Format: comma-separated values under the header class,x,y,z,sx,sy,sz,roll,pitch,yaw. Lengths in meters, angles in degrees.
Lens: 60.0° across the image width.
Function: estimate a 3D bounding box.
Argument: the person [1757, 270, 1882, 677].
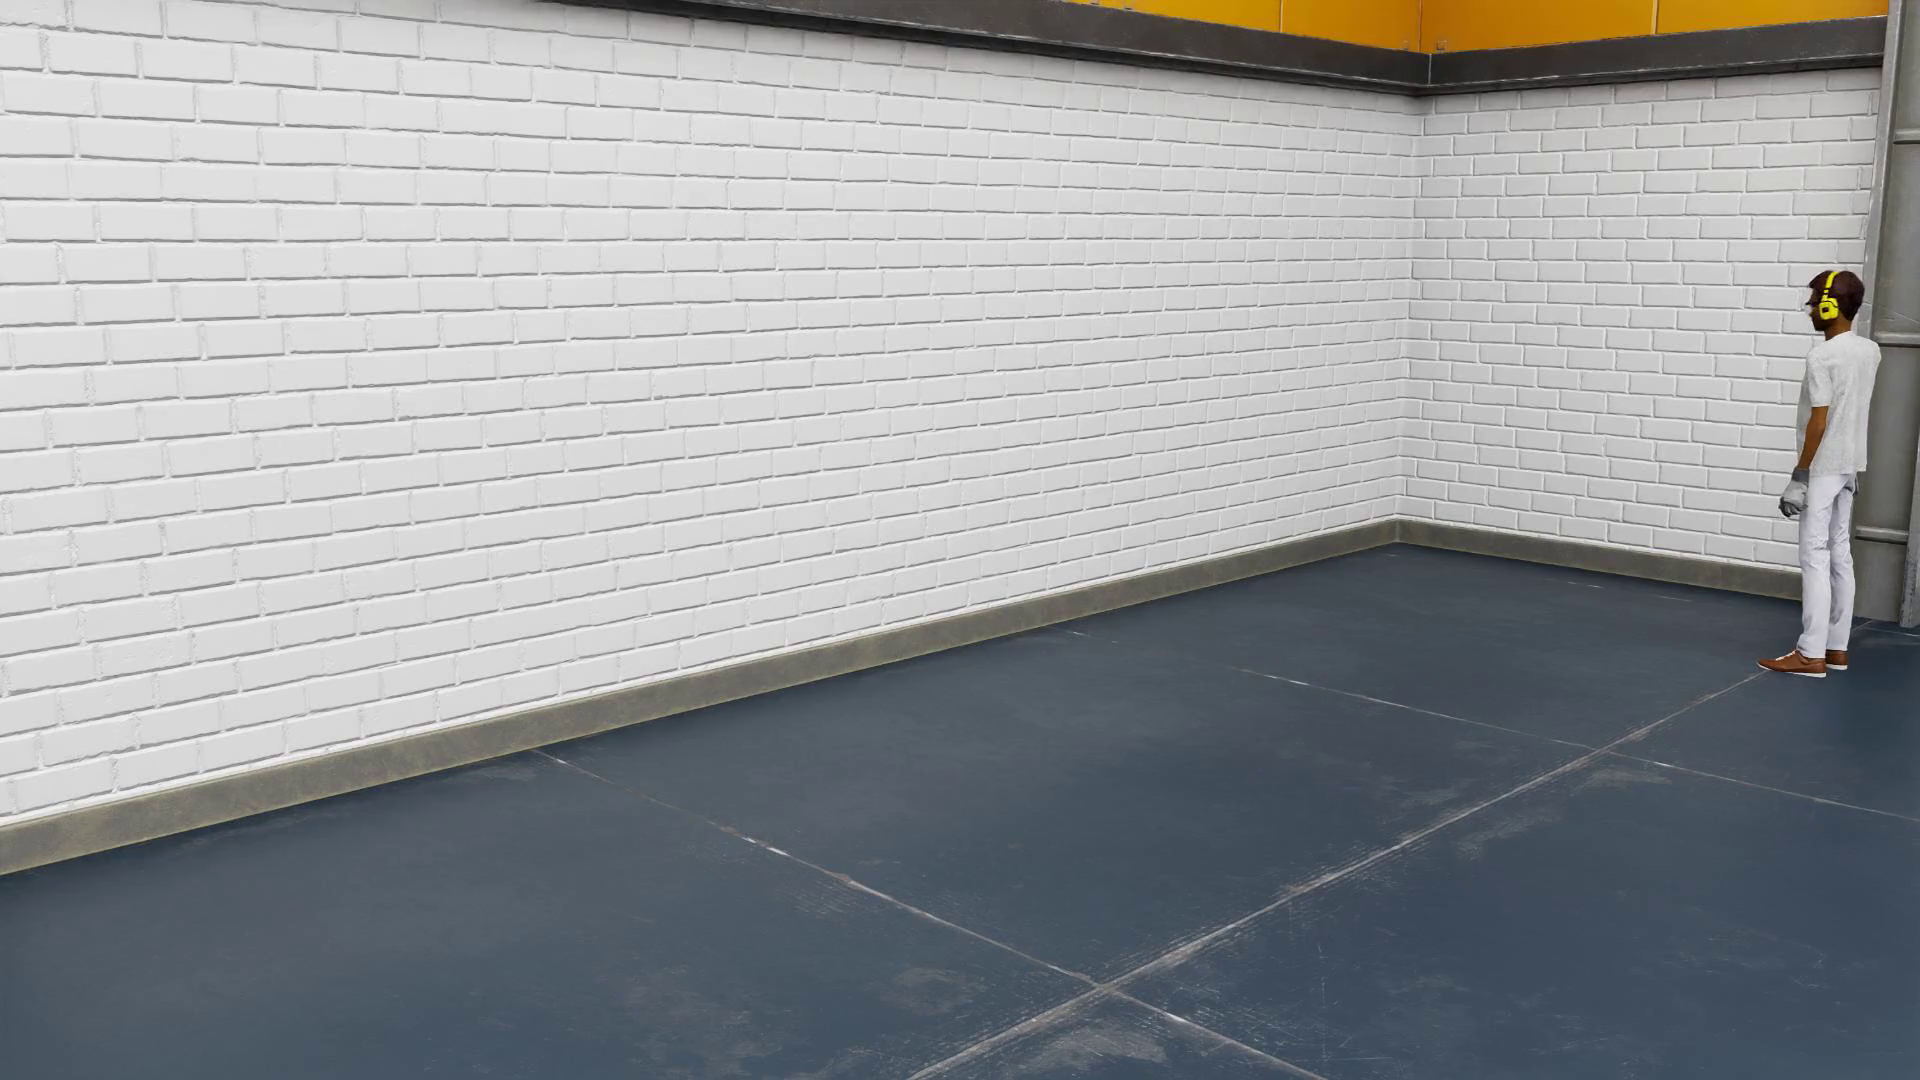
class,x,y,z,sx,sy,sz,roll,pitch,yaw
person,3.971,-0.298,7.657,0.512,1.864,0.329,-7,13,-34
